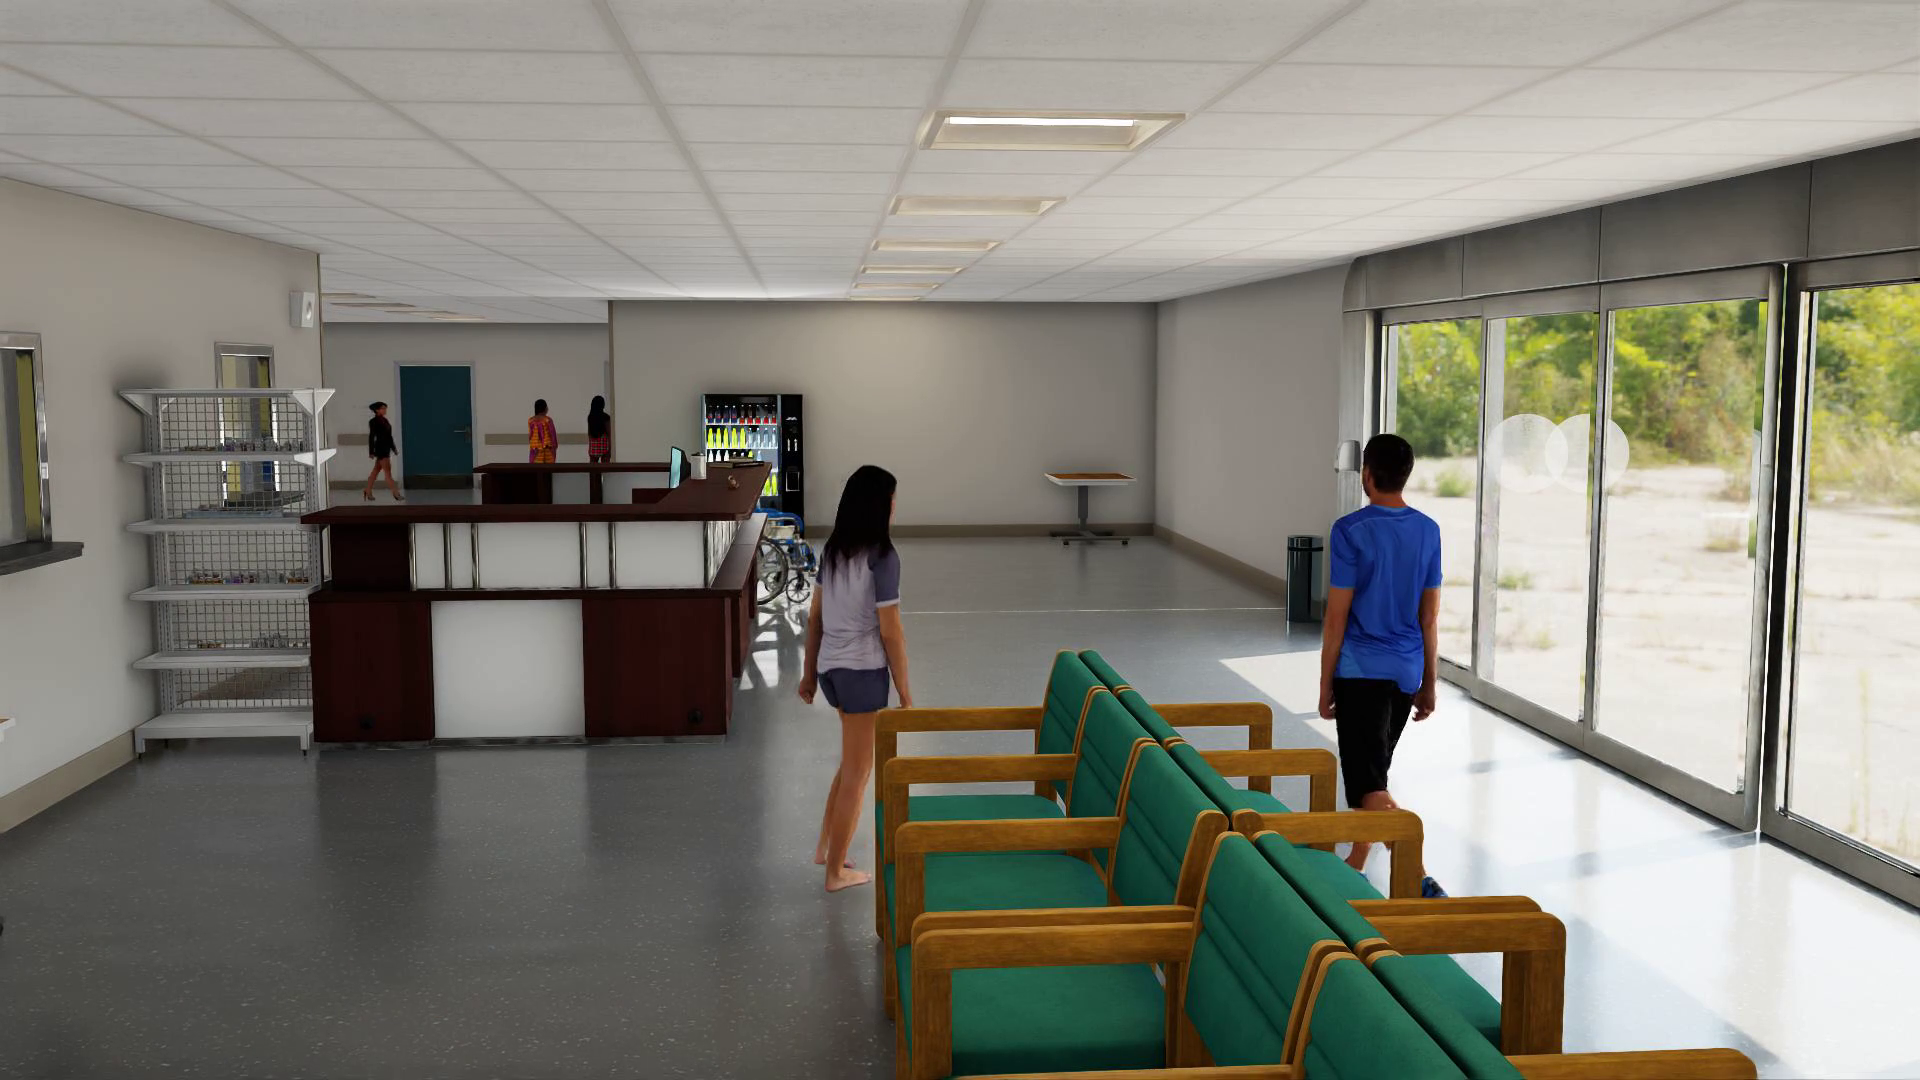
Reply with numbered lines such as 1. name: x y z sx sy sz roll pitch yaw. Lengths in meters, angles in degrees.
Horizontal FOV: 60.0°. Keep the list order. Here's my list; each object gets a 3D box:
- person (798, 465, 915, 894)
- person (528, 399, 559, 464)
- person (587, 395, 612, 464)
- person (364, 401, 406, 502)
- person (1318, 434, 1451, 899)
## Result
1. person: -0.468 0.576 6.597 0.736 1.716 0.704 -5 8 -42
2. person: -6.968 -1.541 27.790 0.723 1.686 0.812 2 6 19
3. person: -5.868 -1.494 27.105 0.675 1.729 0.770 2 6 22
4. person: -9.324 -1.376 26.625 1.085 1.591 0.793 1 6 15
5. person: 1.602 0.556 6.205 1.192 1.835 0.858 -2 6 -18
